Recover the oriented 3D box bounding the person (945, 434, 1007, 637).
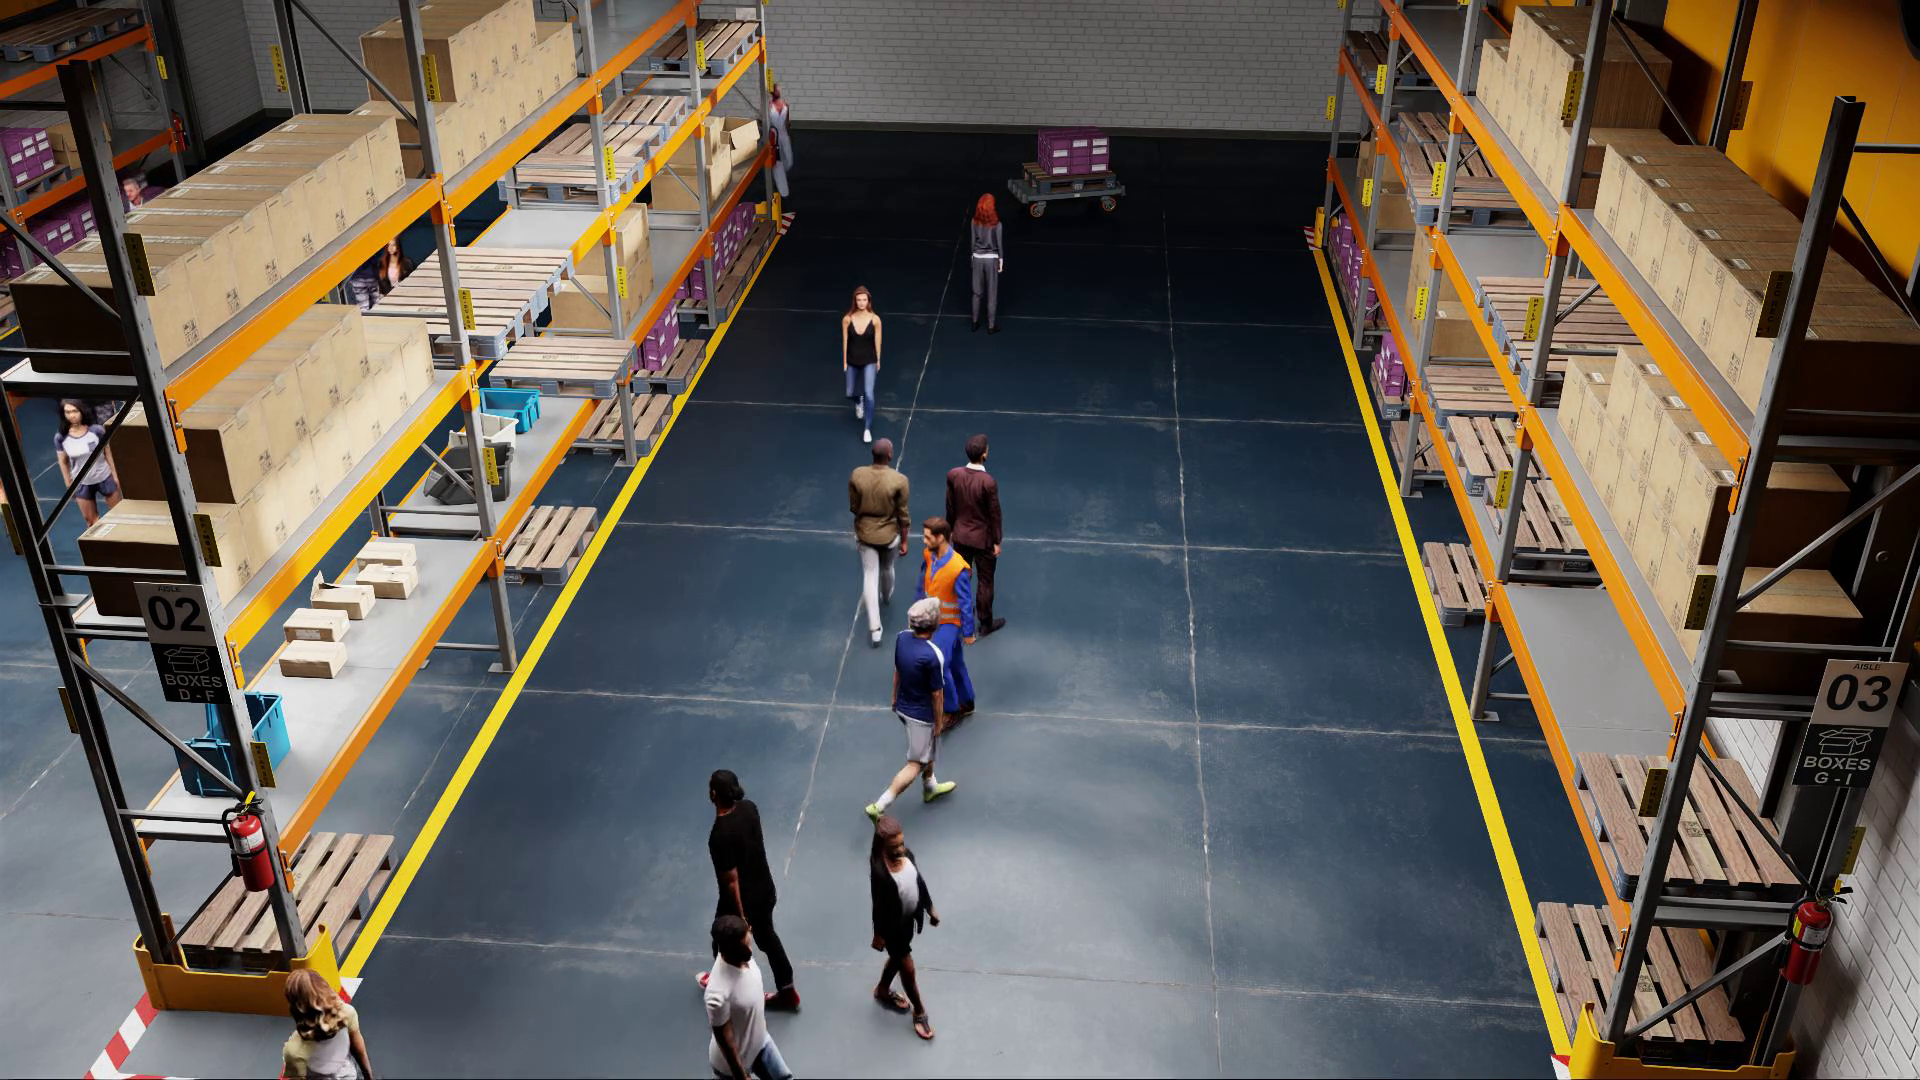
[{"bbox_3d":[0.130,-0.044,14.363,0.768,1.864,0.756,16,32,26],"label":"person"}]

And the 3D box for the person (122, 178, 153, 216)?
[{"bbox_3d":[-10.305,-3.755,21.228,0.806,1.805,1.028,-1,29,-2],"label":"person"}]

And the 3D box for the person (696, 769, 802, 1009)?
[{"bbox_3d":[-1.267,2.239,10.331,0.899,1.717,0.981,9,30,16],"label":"person"}]

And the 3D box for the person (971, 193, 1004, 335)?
[{"bbox_3d":[0.323,-3.438,20.673,0.623,1.779,0.579,10,30,18],"label":"person"}]

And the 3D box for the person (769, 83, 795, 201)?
[{"bbox_3d":[-2.847,-6.165,25.682,0.823,1.770,0.893,-20,34,-32],"label":"person"}]

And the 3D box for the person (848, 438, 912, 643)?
[{"bbox_3d":[-0.725,0.032,14.312,0.710,1.779,1.129,2,29,4],"label":"person"}]

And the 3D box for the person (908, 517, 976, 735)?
[{"bbox_3d":[-0.033,0.625,13.172,0.946,1.830,0.884,-20,34,-32],"label":"person"}]

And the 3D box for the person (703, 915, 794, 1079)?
[{"bbox_3d":[-1.309,2.791,9.216,0.840,1.816,1.095,5,29,10],"label":"person"}]

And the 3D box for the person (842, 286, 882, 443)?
[{"bbox_3d":[-1.069,-1.946,18.017,0.574,1.703,0.931,1,29,2],"label":"person"}]

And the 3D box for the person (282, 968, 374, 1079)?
[{"bbox_3d":[-3.271,3.042,8.905,0.951,1.674,1.208,10,30,18],"label":"person"}]

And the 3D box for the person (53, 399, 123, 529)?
[{"bbox_3d":[-8.057,-0.562,15.474,0.691,1.709,0.698,-11,30,-19],"label":"person"}]

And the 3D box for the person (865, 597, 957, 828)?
[{"bbox_3d":[-0.366,1.273,12.013,1.179,1.802,1.142,-21,35,-33],"label":"person"}]

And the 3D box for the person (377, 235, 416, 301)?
[{"bbox_3d":[-6.559,-2.809,19.618,0.599,1.685,1.063,3,29,5],"label":"person"}]

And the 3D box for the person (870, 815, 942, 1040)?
[{"bbox_3d":[-0.448,2.338,10.336,0.829,1.538,0.816,14,32,25],"label":"person"}]
